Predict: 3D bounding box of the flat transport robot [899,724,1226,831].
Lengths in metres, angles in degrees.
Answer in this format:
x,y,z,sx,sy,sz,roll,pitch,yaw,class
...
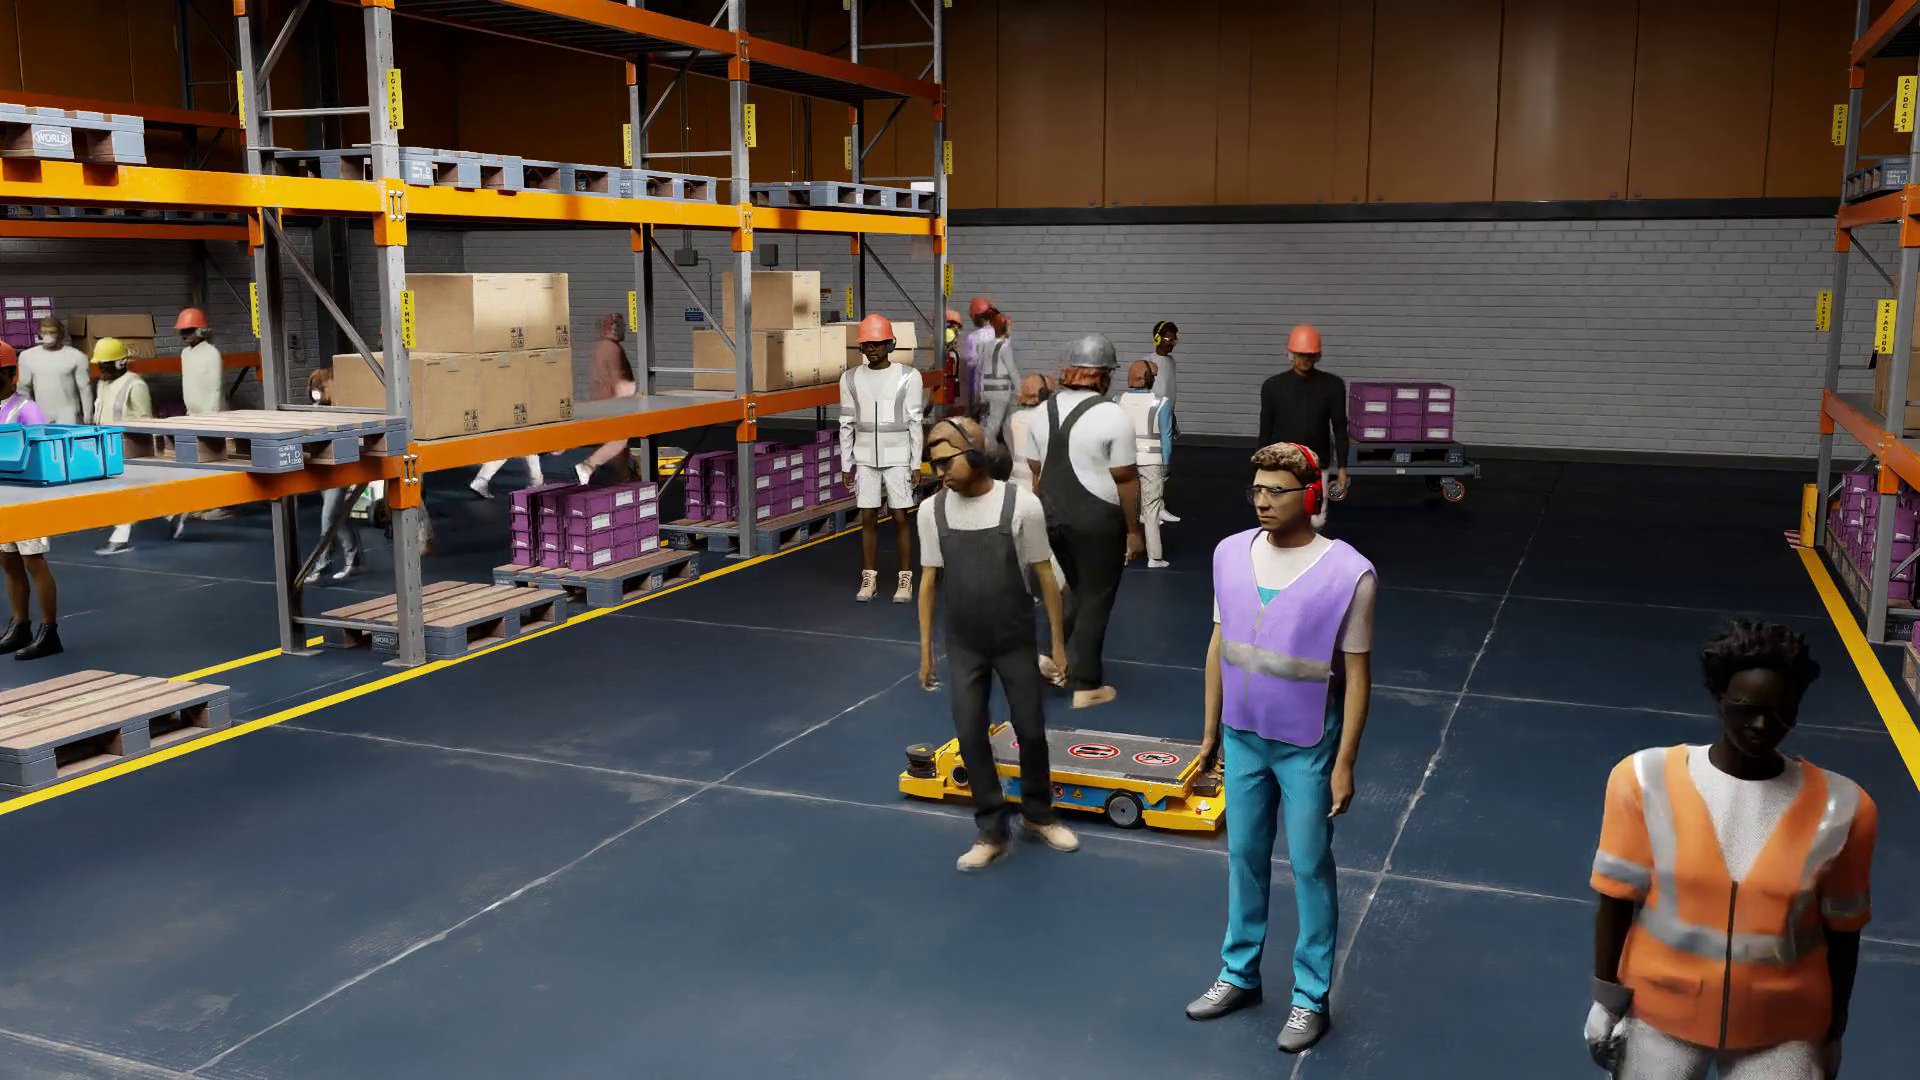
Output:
x,y,z,sx,sy,sz,roll,pitch,yaw,class
0.512,1.023,7.392,1.431,0.197,0.652,4,10,22,flat transport robot

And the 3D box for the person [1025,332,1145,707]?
x,y,z,sx,sy,sz,roll,pitch,yaw,class
0.716,-0.118,8.956,0.539,2.000,0.688,-8,12,-39,person

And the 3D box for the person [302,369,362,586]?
x,y,z,sx,sy,sz,roll,pitch,yaw,class
-4.744,-0.456,12.340,0.512,1.601,0.798,5,11,28,person

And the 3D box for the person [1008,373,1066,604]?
x,y,z,sx,sy,sz,roll,pitch,yaw,class
0.590,-0.351,11.614,0.649,1.612,0.546,-8,12,-40,person

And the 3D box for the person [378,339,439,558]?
x,y,z,sx,sy,sz,roll,pitch,yaw,class
-4.490,-0.746,13.428,0.633,1.824,0.461,6,11,33,person

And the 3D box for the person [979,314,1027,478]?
x,y,z,sx,sy,sz,roll,pitch,yaw,class
0.484,-1.583,18.475,0.960,1.837,0.589,-3,10,-20,person

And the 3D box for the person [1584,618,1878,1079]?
x,y,z,sx,sy,sz,roll,pitch,yaw,class
1.605,0.960,3.514,0.538,1.677,0.679,4,10,23,person

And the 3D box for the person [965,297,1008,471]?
x,y,z,sx,sy,sz,roll,pitch,yaw,class
0.321,-1.779,19.105,0.657,2.019,0.805,-7,11,-35,person

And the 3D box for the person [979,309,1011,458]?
x,y,z,sx,sy,sz,roll,pitch,yaw,class
0.386,-1.936,20.580,0.429,1.843,0.629,-6,11,-31,person

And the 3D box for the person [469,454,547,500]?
x,y,z,sx,sy,sz,roll,pitch,yaw,class
-4.582,-1.336,16.922,0.960,1.863,0.660,-6,11,-33,person

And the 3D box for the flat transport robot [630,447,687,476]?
x,y,z,sx,sy,sz,roll,pitch,yaw,class
-3.475,-0.919,19.158,0.652,0.197,1.431,-3,10,-20,flat transport robot

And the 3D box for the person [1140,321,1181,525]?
x,y,z,sx,sy,sz,roll,pitch,yaw,class
1.851,-1.074,15.288,0.328,1.865,0.518,8,12,39,person

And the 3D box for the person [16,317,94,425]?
x,y,z,sx,sy,sz,roll,pitch,yaw,class
-8.673,-1.203,16.005,0.634,1.895,1.022,-1,9,-8,person

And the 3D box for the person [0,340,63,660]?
x,y,z,sx,sy,sz,roll,pitch,yaw,class
-5.717,-0.240,10.007,0.548,1.936,0.378,5,11,27,person

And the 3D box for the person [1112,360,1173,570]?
x,y,z,sx,sy,sz,roll,pitch,yaw,class
1.411,-0.585,13.008,0.515,1.636,0.314,5,11,29,person

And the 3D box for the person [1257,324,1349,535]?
x,y,z,sx,sy,sz,roll,pitch,yaw,class
2.454,-0.571,11.947,0.648,1.967,0.739,1,9,7,person

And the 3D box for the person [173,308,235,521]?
x,y,z,sx,sy,sz,roll,pitch,yaw,class
-7.054,-1.134,15.303,0.654,1.970,0.704,7,11,35,person

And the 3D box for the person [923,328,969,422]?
x,y,z,sx,sy,sz,roll,pitch,yaw,class
-0.122,-1.426,17.917,0.912,1.703,0.511,4,10,23,person

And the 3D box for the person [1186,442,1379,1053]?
x,y,z,sx,sy,sz,roll,pitch,yaw,class
0.993,0.616,5.099,0.566,1.846,0.389,9,13,42,person

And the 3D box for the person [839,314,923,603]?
x,y,z,sx,sy,sz,roll,pitch,yaw,class
-0.560,-0.561,11.682,0.607,2.039,0.397,2,10,12,person

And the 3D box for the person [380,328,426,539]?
x,y,z,sx,sy,sz,roll,pitch,yaw,class
-4.869,-0.972,14.454,0.543,1.934,0.362,-3,10,-15,person

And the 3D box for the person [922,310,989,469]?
x,y,z,sx,sy,sz,roll,pitch,yaw,class
-0.129,-1.675,18.930,0.910,1.867,0.634,-4,10,-25,person

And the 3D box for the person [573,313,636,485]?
x,y,z,sx,sy,sz,roll,pitch,yaw,class
-3.615,-1.389,17.121,0.716,1.889,0.656,-3,10,-20,person

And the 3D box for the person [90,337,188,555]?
x,y,z,sx,sy,sz,roll,pitch,yaw,class
-6.840,-0.794,13.811,0.612,1.794,0.741,7,12,37,person

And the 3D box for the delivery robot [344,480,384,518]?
x,y,z,sx,sy,sz,roll,pitch,yaw,class
-5.321,-0.455,15.205,0.477,0.478,0.707,3,10,20,delivery robot

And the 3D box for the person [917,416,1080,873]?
x,y,z,sx,sy,sz,roll,pitch,yaw,class
0.151,0.400,6.557,0.603,1.803,0.605,2,10,15,person
